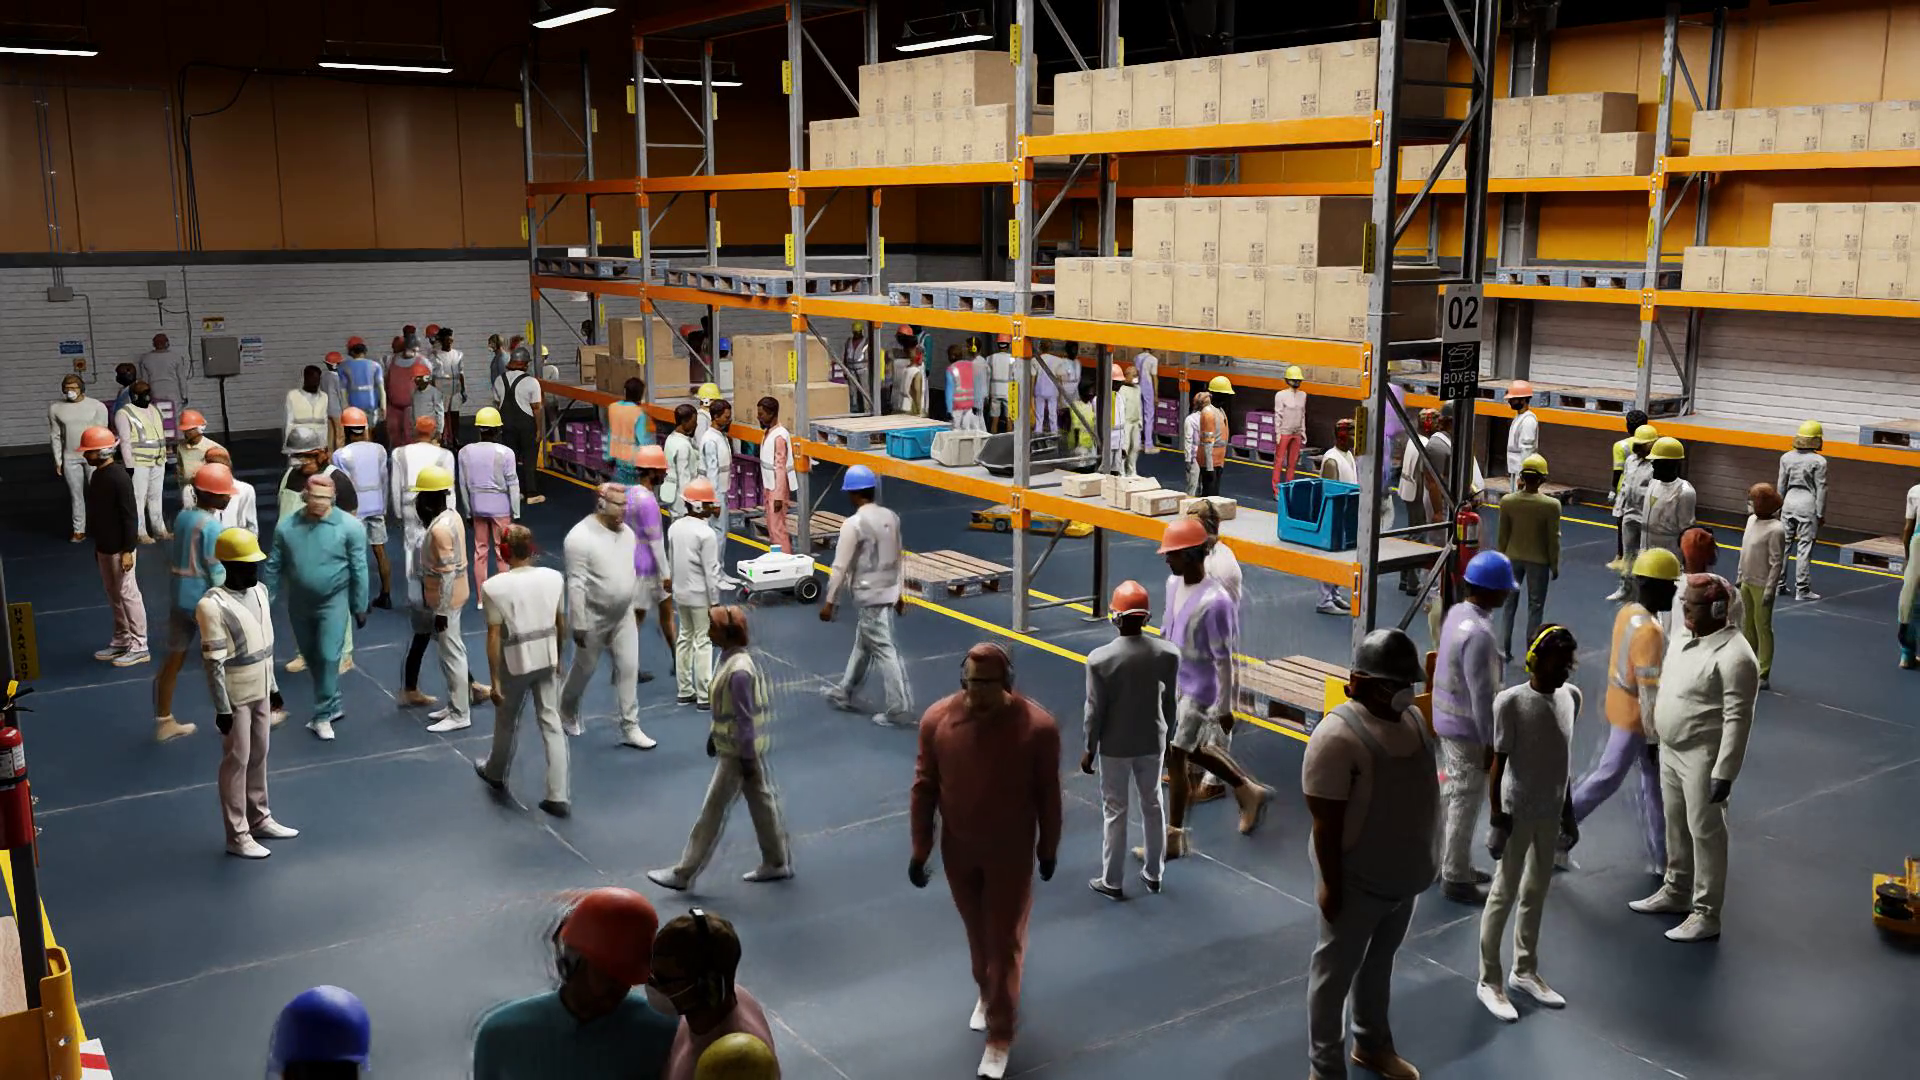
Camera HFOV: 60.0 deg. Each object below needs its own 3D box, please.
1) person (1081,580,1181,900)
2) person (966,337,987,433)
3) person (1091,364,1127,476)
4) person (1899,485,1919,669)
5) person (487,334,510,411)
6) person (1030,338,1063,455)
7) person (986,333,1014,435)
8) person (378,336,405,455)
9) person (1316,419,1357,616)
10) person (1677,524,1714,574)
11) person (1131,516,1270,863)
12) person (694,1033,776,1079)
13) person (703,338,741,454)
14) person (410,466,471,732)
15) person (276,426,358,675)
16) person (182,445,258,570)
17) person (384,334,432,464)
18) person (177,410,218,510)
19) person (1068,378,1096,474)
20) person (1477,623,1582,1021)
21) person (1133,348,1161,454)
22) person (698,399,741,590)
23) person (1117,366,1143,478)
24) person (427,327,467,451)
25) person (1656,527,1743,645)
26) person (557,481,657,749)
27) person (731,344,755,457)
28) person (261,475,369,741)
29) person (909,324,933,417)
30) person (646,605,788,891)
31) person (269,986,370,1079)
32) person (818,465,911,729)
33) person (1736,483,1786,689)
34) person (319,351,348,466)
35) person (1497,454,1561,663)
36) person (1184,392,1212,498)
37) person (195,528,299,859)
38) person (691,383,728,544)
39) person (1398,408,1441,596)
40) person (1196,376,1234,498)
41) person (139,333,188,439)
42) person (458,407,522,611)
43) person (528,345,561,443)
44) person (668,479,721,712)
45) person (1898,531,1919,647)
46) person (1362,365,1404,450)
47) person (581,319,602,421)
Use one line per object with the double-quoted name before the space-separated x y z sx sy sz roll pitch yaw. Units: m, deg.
"person" 0.916 1.083 9.043 0.562 1.752 0.327 -4 12 -20
"person" 0.246 -2.165 25.409 0.326 1.860 0.514 4 12 17
"person" 1.815 -1.139 19.945 0.354 1.939 0.544 10 15 40
"person" 7.906 0.175 13.475 0.344 1.839 0.505 -8 13 -34
"person" -6.939 -2.161 25.213 0.373 1.932 0.622 -3 12 -17
"person" 1.325 -2.217 25.699 0.520 1.844 0.330 0 11 -2
"person" 0.660 -2.238 25.601 0.545 1.929 0.389 3 11 13
"person" -8.654 -2.210 25.646 0.632 1.854 0.703 -3 12 -16
"person" 3.500 -0.221 15.507 0.388 1.838 0.562 6 12 27
"person" 4.800 0.732 10.988 0.318 1.697 0.533 7 13 32
"person" 1.425 0.840 9.670 0.915 2.005 0.602 -3 12 -16
"person" -0.567 2.053 4.149 0.490 1.730 0.324 3 11 16
"person" -3.398 -1.931 23.970 0.617 1.946 0.396 -4 12 -22
"person" -3.730 0.419 11.997 0.366 1.926 0.594 -3 11 -14
"person" -5.233 0.088 13.404 0.697 2.000 0.535 3 11 16
"person" -6.119 0.114 13.808 0.563 1.845 0.990 -6 12 -26
"person" -8.182 -2.084 24.518 0.719 2.000 0.542 2 11 12
"person" -7.758 -0.460 16.984 0.561 1.741 0.364 4 12 20
"person" 1.546 -1.189 20.857 0.367 1.689 0.542 7 13 33
"person" 2.666 1.288 7.718 0.514 1.864 0.327 -5 12 -24
"person" 2.901 -2.260 25.941 0.347 1.836 0.506 -9 14 -38
"person" -2.420 -0.450 16.507 0.396 1.908 0.599 0 11 -1
"person" 2.370 -1.615 23.194 0.299 1.618 0.517 10 15 43
"person" -8.005 -2.341 26.022 0.368 1.966 0.603 10 15 43
"person" 4.303 0.865 9.875 0.603 1.865 0.578 3 11 13
"person" -2.517 0.521 11.657 0.834 1.892 0.643 9 14 39
"person" -3.298 -2.099 25.112 0.343 1.840 0.507 -10 15 -43
"person" -4.622 0.465 11.892 0.756 1.882 0.573 1 11 3
"person" -0.790 -3.161 30.585 0.635 1.831 0.429 10 15 41
"person" -1.329 1.144 9.105 0.822 1.595 0.542 -2 11 -12
"person" -1.426 2.015 3.911 0.500 1.899 0.700 2 11 9
"person" -0.744 0.403 12.141 0.976 1.894 0.628 6 13 28
"person" 6.258 0.358 13.067 0.281 1.633 0.499 -1 11 -3
"person" -9.009 -1.847 24.038 0.563 1.753 0.335 8 14 36
"person" 4.681 0.172 13.703 0.524 1.761 0.339 10 15 40
"person" 2.850 -0.935 19.666 0.525 1.639 0.307 -8 14 -37
"person" -4.146 0.874 9.670 0.369 1.927 0.589 1 11 7
"person" -2.819 -0.860 18.786 0.404 1.834 0.589 0 11 -1
"person" 4.485 -0.375 16.268 0.374 1.843 0.568 0 11 1
"person" 2.866 -0.883 18.700 0.393 1.919 0.582 5 12 24
"person" -12.187 -2.215 25.535 0.642 1.909 0.409 -2 11 -12
"person" -4.384 -0.281 15.583 0.587 1.927 0.367 2 11 12
"person" -6.346 -2.103 25.352 0.522 1.759 0.349 4 12 18
"person" -1.959 0.408 12.506 0.339 1.748 0.564 -10 15 -41
"person" 6.723 0.531 11.335 0.638 1.958 0.702 2 11 8
"person" 5.320 -1.341 21.116 0.618 1.878 0.606 -3 11 -14
"person" -6.315 -2.829 28.622 0.374 1.933 0.625 -3 11 -13
